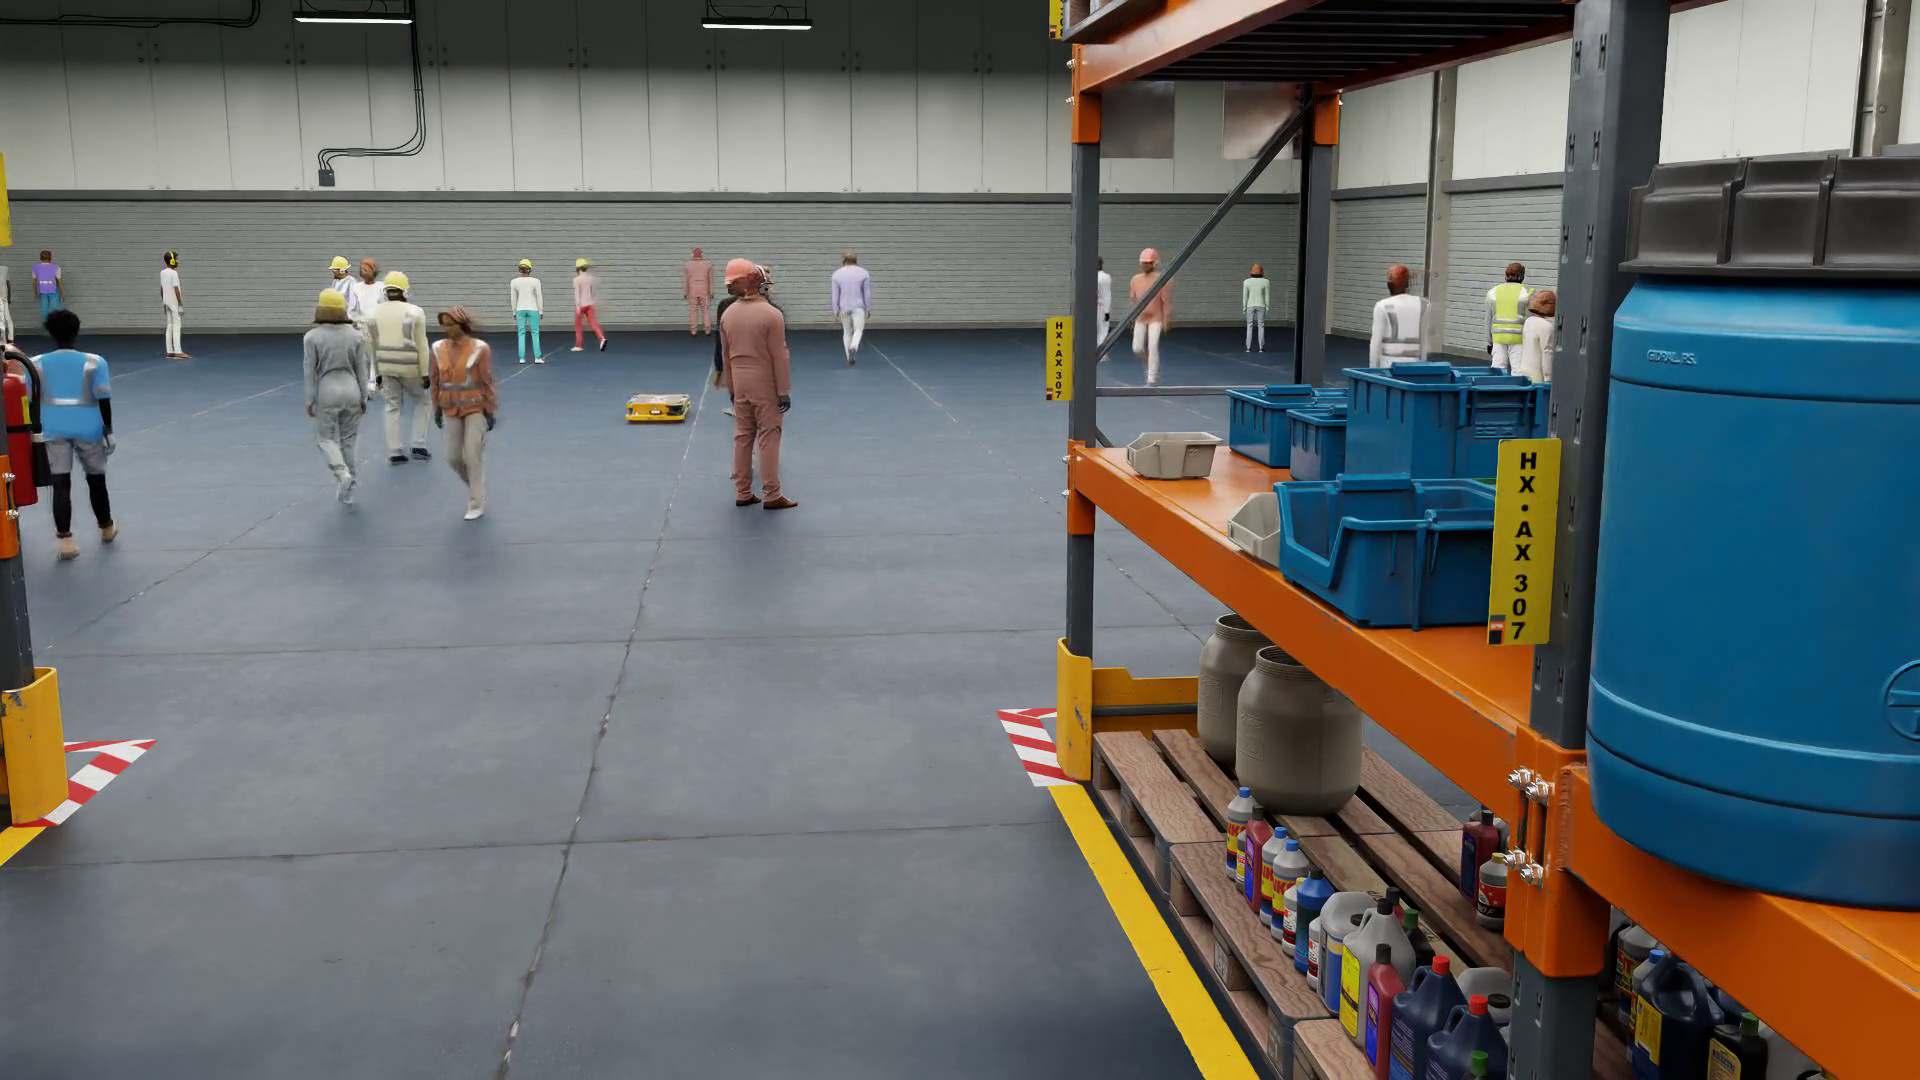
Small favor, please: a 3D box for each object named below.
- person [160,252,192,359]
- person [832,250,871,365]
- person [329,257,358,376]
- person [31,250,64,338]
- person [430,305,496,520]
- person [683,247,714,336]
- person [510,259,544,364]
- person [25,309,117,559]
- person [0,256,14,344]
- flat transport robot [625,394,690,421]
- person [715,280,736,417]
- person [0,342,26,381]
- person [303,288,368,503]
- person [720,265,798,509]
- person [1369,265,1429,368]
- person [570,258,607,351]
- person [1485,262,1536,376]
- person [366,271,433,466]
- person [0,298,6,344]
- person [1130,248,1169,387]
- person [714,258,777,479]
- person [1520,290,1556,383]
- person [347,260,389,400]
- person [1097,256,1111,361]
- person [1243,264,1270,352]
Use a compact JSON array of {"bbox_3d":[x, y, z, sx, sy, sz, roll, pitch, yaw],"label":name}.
[{"bbox_3d":[-13.841,-4.126,29.265,0.534,1.868,0.309,7,13,35],"label":"person"},{"bbox_3d":[-1.806,-3.831,27.508,0.638,1.925,0.717,1,10,6],"label":"person"},{"bbox_3d":[-9.439,-3.423,25.524,0.591,1.828,0.404,8,13,38],"label":"person"},{"bbox_3d":[-19.326,-5.208,35.266,0.571,1.840,0.373,-3,11,-15],"label":"person"},{"bbox_3d":[-3.756,-0.979,12.695,0.532,1.622,0.507,2,10,9],"label":"person"},{"bbox_3d":[-5.612,-5.322,35.725,0.652,1.904,0.402,-2,11,-11],"label":"person"},{"bbox_3d":[-7.273,-3.837,27.979,0.522,1.762,0.320,0,10,-2],"label":"person"},{"bbox_3d":[-5.986,-0.726,11.221,0.542,1.646,0.881,-3,11,-17],"label":"person"},{"bbox_3d":[-19.023,-4.788,32.886,0.328,1.873,0.520,5,12,27],"label":"person"},{"bbox_3d":[-3.559,-1.573,19.651,0.652,0.197,1.431,-1,10,-6],"label":"flat transport robot"},{"bbox_3d":[-2.656,-2.272,19.471,0.814,1.734,0.548,8,13,37],"label":"person"},{"bbox_3d":[-6.830,-0.829,11.678,0.554,1.680,0.397,-2,11,-12],"label":"person"},{"bbox_3d":[-4.935,-1.129,13.221,0.500,1.728,0.474,-7,13,-35],"label":"person"},{"bbox_3d":[-1.570,-1.195,13.092,0.647,1.908,0.409,7,13,35],"label":"person"},{"bbox_3d":[4.137,-1.641,15.642,0.603,1.866,0.474,-3,11,-17],"label":"person"},{"bbox_3d":[-6.934,-4.365,30.948,0.795,1.739,0.532,7,12,33],"label":"person"},{"bbox_3d":[6.397,-2.290,19.280,0.622,1.843,0.429,9,14,40],"label":"person"},{"bbox_3d":[-5.222,-1.613,15.639,0.620,1.809,0.575,2,10,9],"label":"person"},{"bbox_3d":[-10.057,-1.908,17.013,0.552,1.911,0.899,-8,13,-36],"label":"person"},{"bbox_3d":[2.668,-3.091,23.305,0.620,1.980,0.545,6,12,30],"label":"person"},{"bbox_3d":[-1.863,-1.557,14.972,0.606,1.956,0.931,5,11,23],"label":"person"},{"bbox_3d":[5.540,-1.582,15.987,0.280,1.626,0.510,-1,10,-6],"label":"person"},{"bbox_3d":[-7.775,-2.772,21.952,0.600,1.829,1.006,1,10,4],"label":"person"},{"bbox_3d":[2.272,-3.924,28.317,0.632,1.818,0.837,7,12,32],"label":"person"},{"bbox_3d":[5.496,-4.298,30.852,0.502,1.633,0.280,3,11,14],"label":"person"}]
